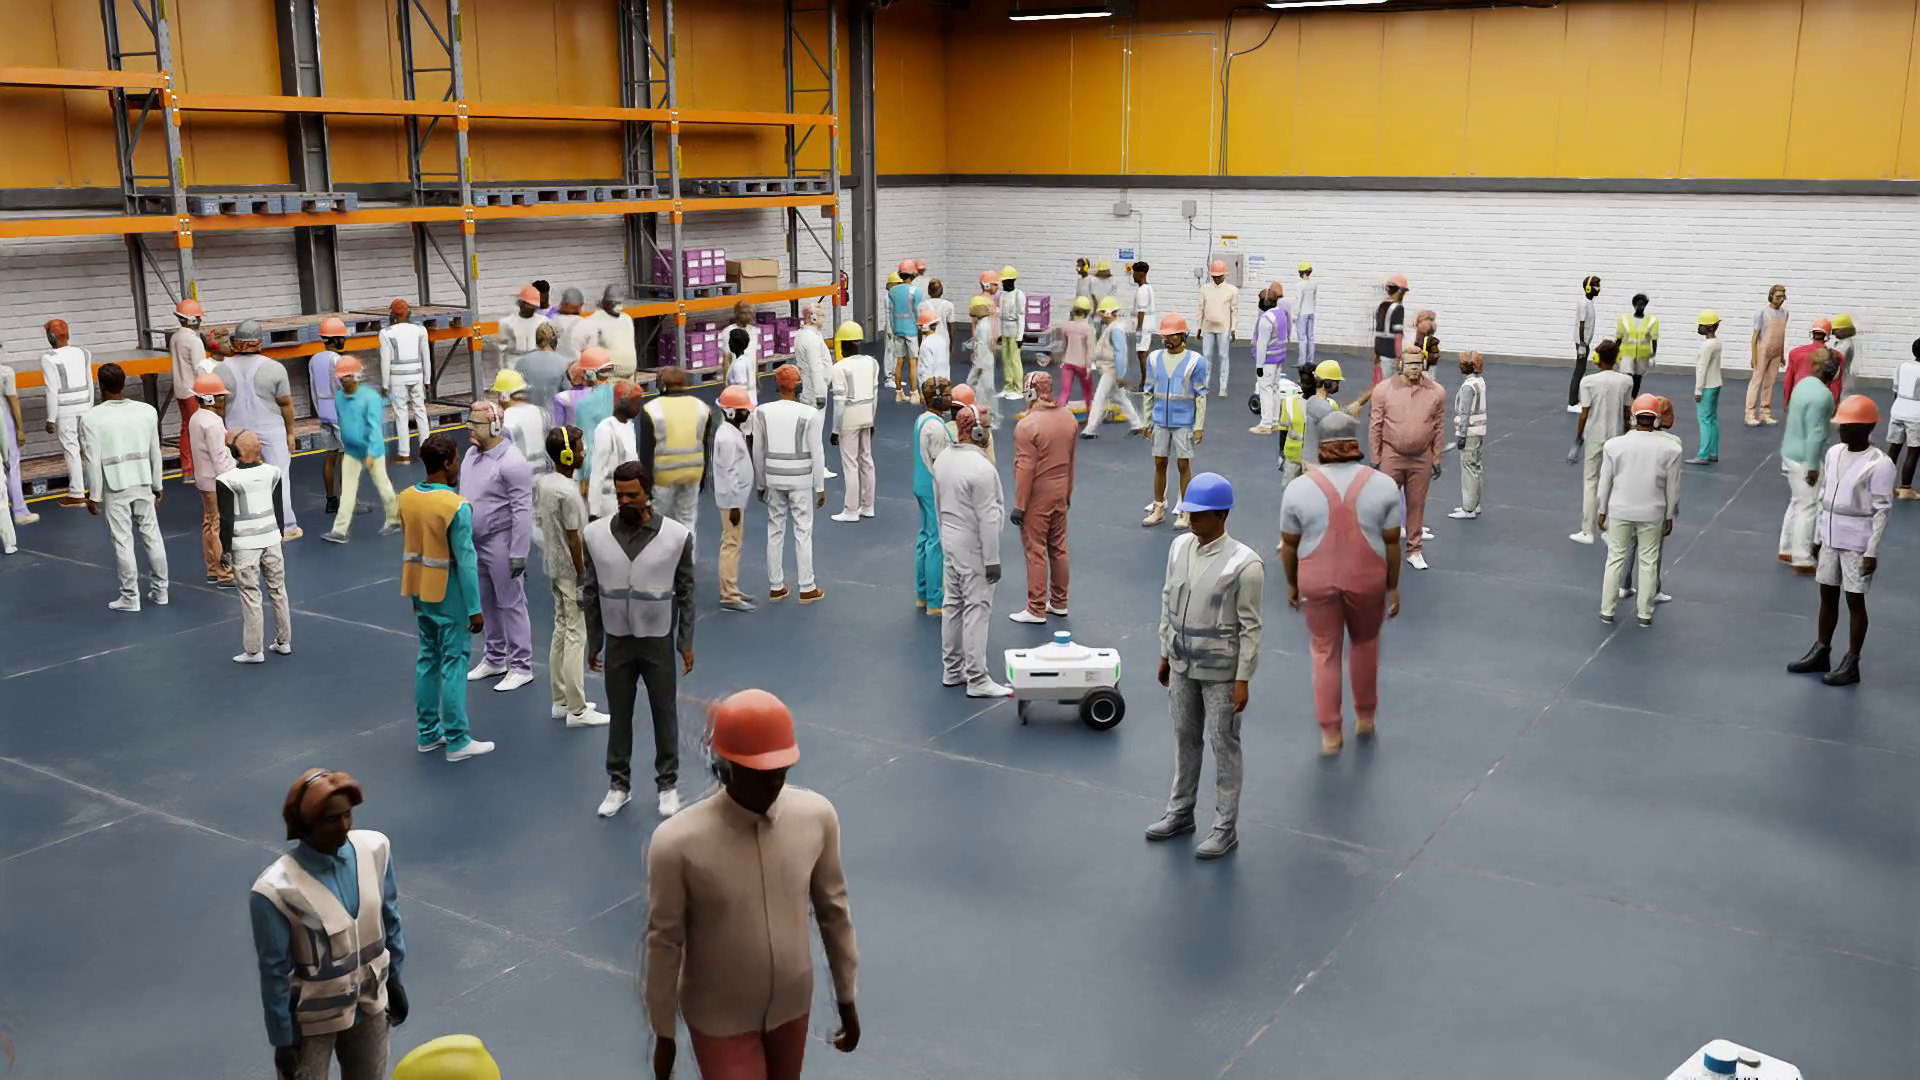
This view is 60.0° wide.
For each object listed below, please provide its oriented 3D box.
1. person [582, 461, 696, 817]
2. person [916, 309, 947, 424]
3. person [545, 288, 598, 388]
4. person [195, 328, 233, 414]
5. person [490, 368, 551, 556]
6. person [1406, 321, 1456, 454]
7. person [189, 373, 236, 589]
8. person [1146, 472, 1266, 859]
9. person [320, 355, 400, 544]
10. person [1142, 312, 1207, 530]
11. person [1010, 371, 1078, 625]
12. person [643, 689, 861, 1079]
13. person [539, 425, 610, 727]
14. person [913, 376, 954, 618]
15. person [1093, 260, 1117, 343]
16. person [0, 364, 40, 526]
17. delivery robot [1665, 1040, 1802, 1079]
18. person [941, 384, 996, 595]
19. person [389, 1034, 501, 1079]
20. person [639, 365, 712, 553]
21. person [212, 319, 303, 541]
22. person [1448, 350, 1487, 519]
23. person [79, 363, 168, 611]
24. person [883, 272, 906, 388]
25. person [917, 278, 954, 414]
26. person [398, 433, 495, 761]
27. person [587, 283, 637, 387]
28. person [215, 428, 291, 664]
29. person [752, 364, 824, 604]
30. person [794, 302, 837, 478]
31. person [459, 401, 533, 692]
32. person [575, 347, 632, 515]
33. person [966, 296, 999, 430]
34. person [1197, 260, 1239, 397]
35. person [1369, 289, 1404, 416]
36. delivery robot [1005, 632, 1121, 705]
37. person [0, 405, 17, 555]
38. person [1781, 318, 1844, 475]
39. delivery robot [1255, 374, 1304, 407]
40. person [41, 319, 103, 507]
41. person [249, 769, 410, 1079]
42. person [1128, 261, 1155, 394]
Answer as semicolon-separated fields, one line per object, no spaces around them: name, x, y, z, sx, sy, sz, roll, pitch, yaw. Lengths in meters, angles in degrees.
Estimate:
person;-1.692;0.518;8.826;0.590;1.920;0.398;0;13;1
person;-0.349;-1.771;19.119;0.341;1.747;0.570;5;14;20
person;-4.446;-1.940;19.219;0.692;2.000;1.008;2;13;9
person;-7.147;-1.124;16.098;0.373;1.848;0.572;1;13;4
person;-3.500;-0.488;13.486;0.854;1.803;0.599;5;14;21
person;5.404;-1.753;19.387;0.865;1.595;0.520;-8;15;-31
person;-6.035;-0.482;13.523;0.324;1.752;0.562;-11;17;-39
person;1.230;0.618;8.326;0.389;1.949;0.604;-11;17;-39
person;-5.473;-0.829;15.140;0.581;1.700;0.905;5;14;22
person;1.992;-1.113;15.626;0.616;2.041;0.381;7;15;29
person;0.598;-0.319;12.497;0.403;1.899;0.651;11;17;40
person;-0.543;1.402;4.855;0.646;1.975;0.671;-10;16;-36
person;-2.384;0.220;10.226;0.329;1.872;0.508;-8;15;-32
person;-0.181;-0.330;12.668;0.346;1.846;0.505;-4;14;-17
person;2.489;-4.014;28.948;0.483;1.716;0.775;2;13;8
person;-9.135;-1.048;15.778;0.506;1.846;0.351;1;13;4
delivery robot;2.506;1.920;5.528;0.707;0.478;0.477;-12;18;-42
person;0.003;-0.337;12.895;0.574;1.749;0.333;2;13;10
person;-1.037;1.840;3.442;0.341;1.760;0.525;-5;14;-19
person;-2.308;-0.501;13.493;0.641;1.819;0.436;-7;15;-29
person;-6.376;-0.997;15.128;0.684;2.000;0.538;-1;13;-6
person;4.947;-1.023;16.151;0.318;1.630;0.513;7;15;27
person;-6.426;-0.404;12.825;0.389;1.918;0.590;9;16;34
person;-0.991;-3.205;25.358;0.296;1.745;0.485;5;14;19
person;-0.331;-2.631;22.654;0.505;1.842;0.346;-1;13;-4
person;-3.009;0.336;9.643;0.592;1.911;0.384;10;16;36
person;-4.057;-2.020;19.569;0.583;2.000;0.693;10;16;37
person;-4.880;0.040;11.501;0.308;1.645;0.516;7;15;28
person;-1.333;-0.435;13.033;0.579;1.883;0.342;4;14;17
person;-1.584;-1.640;18.205;0.410;1.913;0.643;-5;14;-19
person;-3.079;0.034;10.940;0.651;1.912;0.410;11;17;40
person;-2.860;-0.554;13.338;0.411;1.985;0.617;7;15;29
person;0.208;-2.262;21.337;0.680;1.700;0.540;0;13;-1
person;3.750;-3.088;24.320;0.611;1.986;0.392;6;14;24
person;5.770;-2.533;22.420;0.350;1.758;0.522;8;15;32
delivery robot;0.630;0.812;10.333;0.707;0.478;0.477;0;13;-2
person;-8.556;-0.650;14.498;0.513;1.642;0.313;-9;16;-35
person;9.322;-1.550;18.197;0.574;1.737;0.354;8;15;31
delivery robot;4.364;-2.014;22.591;0.477;0.478;0.707;-11;17;-40
person;-8.907;-1.269;16.655;0.356;1.884;0.573;4;14;17
person;-1.971;1.492;5.245;0.317;1.630;0.509;7;15;29
person;2.699;-3.143;24.634;0.375;1.958;0.599;3;13;11
